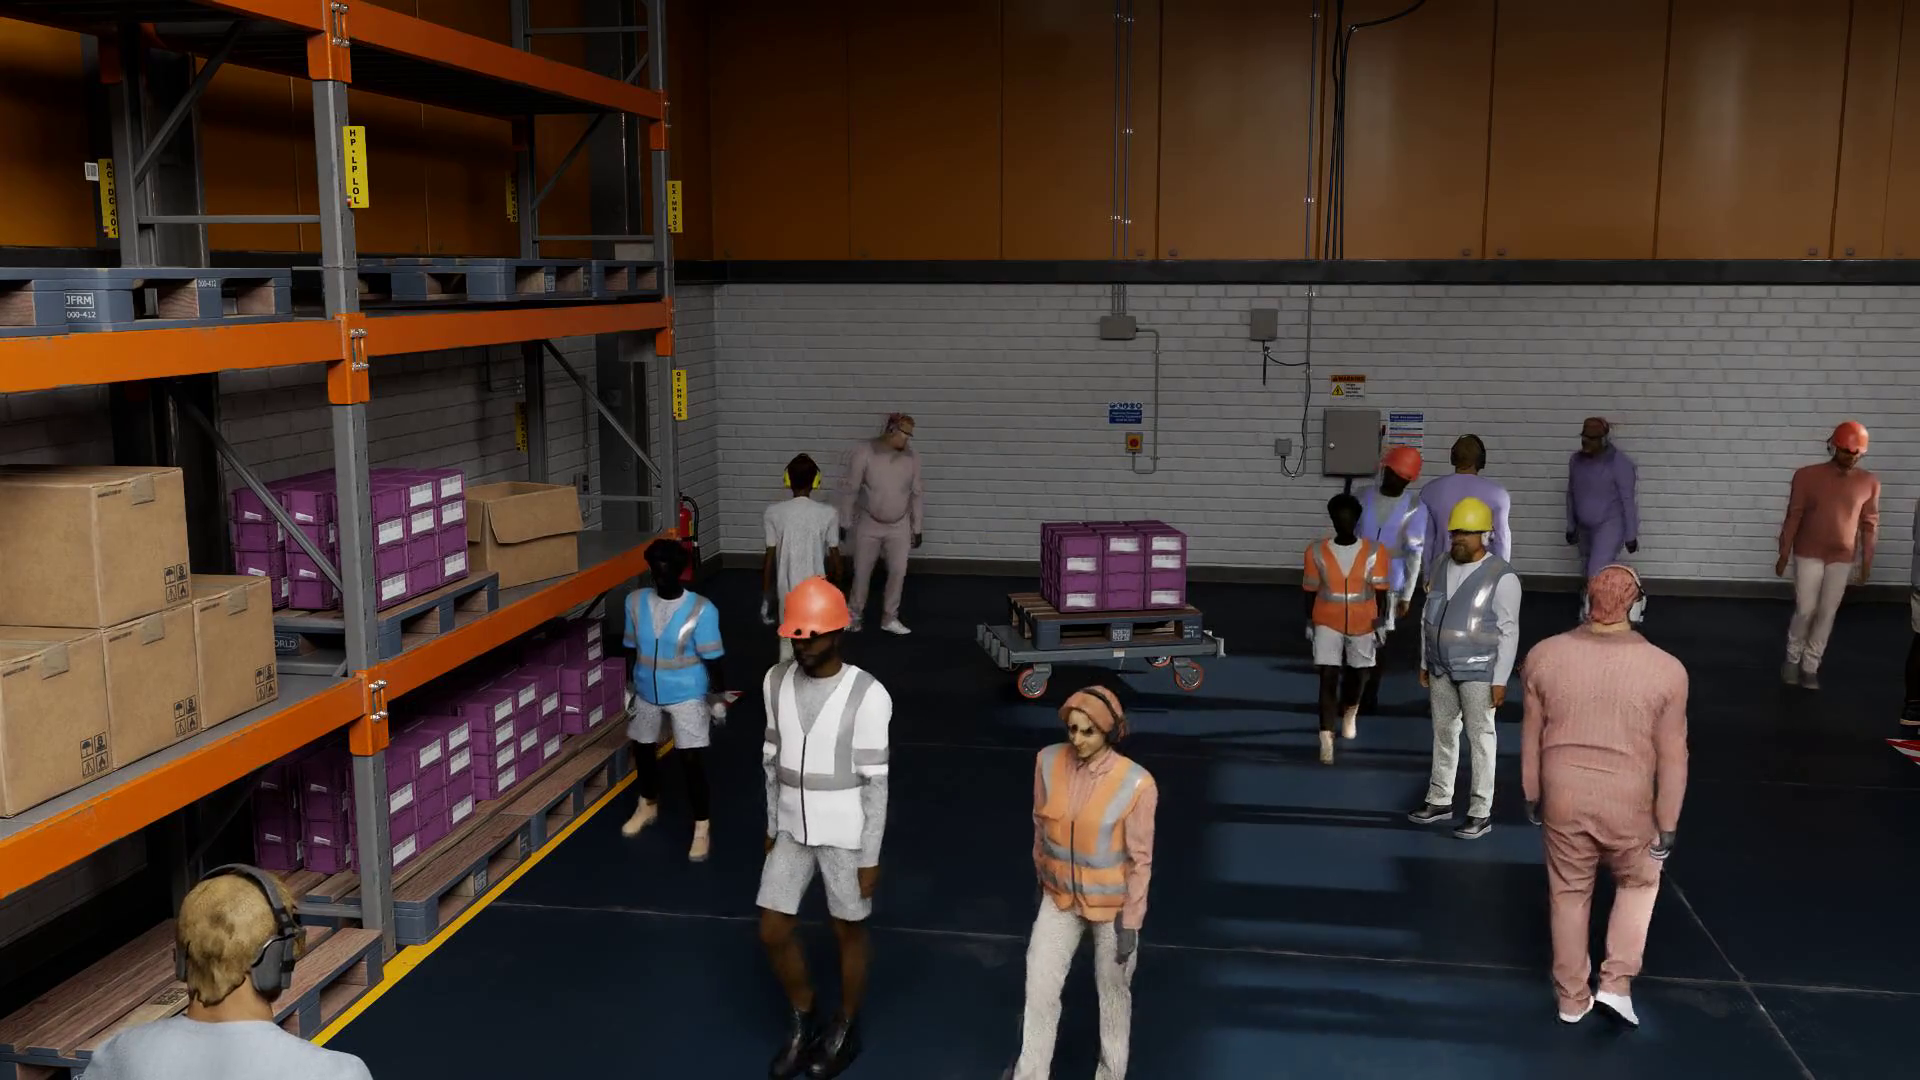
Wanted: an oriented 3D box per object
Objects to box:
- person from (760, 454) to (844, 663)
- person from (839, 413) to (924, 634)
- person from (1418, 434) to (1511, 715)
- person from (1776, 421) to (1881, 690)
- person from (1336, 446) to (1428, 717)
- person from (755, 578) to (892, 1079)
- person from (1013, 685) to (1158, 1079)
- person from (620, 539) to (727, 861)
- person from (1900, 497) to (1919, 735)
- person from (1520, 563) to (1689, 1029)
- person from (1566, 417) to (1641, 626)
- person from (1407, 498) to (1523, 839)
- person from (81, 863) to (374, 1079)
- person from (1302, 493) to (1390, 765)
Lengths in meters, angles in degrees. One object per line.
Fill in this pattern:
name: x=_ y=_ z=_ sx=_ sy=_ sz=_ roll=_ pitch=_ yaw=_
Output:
person: x=-1.036 y=0.348 z=10.947 sx=0.564 sy=1.834 sz=0.833 roll=-1 pitch=9 yaw=-7
person: x=-0.689 y=-0.115 z=13.771 sx=0.802 sy=1.862 sz=0.444 roll=-2 pitch=10 yaw=-14
person: x=3.409 y=0.249 z=11.278 sx=0.631 sy=1.940 sz=0.372 roll=6 pitch=11 yaw=34
person: x=6.252 y=0.121 z=11.968 sx=0.637 sy=1.964 sz=0.463 roll=1 pitch=9 yaw=9
person: x=2.819 y=0.287 z=11.225 sx=0.627 sy=1.879 sz=0.562 roll=4 pitch=10 yaw=24
person: x=-0.537 y=1.090 z=6.139 sx=0.580 sy=1.919 sz=0.532 roll=5 pitch=10 yaw=27
person: x=0.406 y=1.299 z=5.779 sx=0.530 sy=1.605 sz=0.740 roll=6 pitch=11 yaw=35
person: x=-1.519 y=0.800 z=8.674 sx=0.703 sy=1.676 sz=0.480 roll=3 pitch=10 yaw=18
person: x=6.425 y=0.301 z=10.868 sx=0.368 sy=1.966 sz=0.602 roll=2 pitch=9 yaw=9
person: x=2.552 y=1.028 z=6.627 sx=0.645 sy=1.893 sz=0.422 roll=6 pitch=11 yaw=32
person: x=5.345 y=-0.104 z=13.698 sx=0.870 sy=1.867 sz=0.667 roll=-4 pitch=10 yaw=-22
person: x=2.701 y=0.678 z=8.955 sx=0.404 sy=1.831 sz=0.600 roll=-6 pitch=11 yaw=-33
person: x=-1.338 y=1.560 z=3.196 sx=0.630 sy=1.937 sz=0.373 roll=2 pitch=9 yaw=12
person: x=2.424 y=0.515 z=10.491 sx=0.532 sy=1.660 sz=0.828 roll=2 pitch=9 yaw=10
